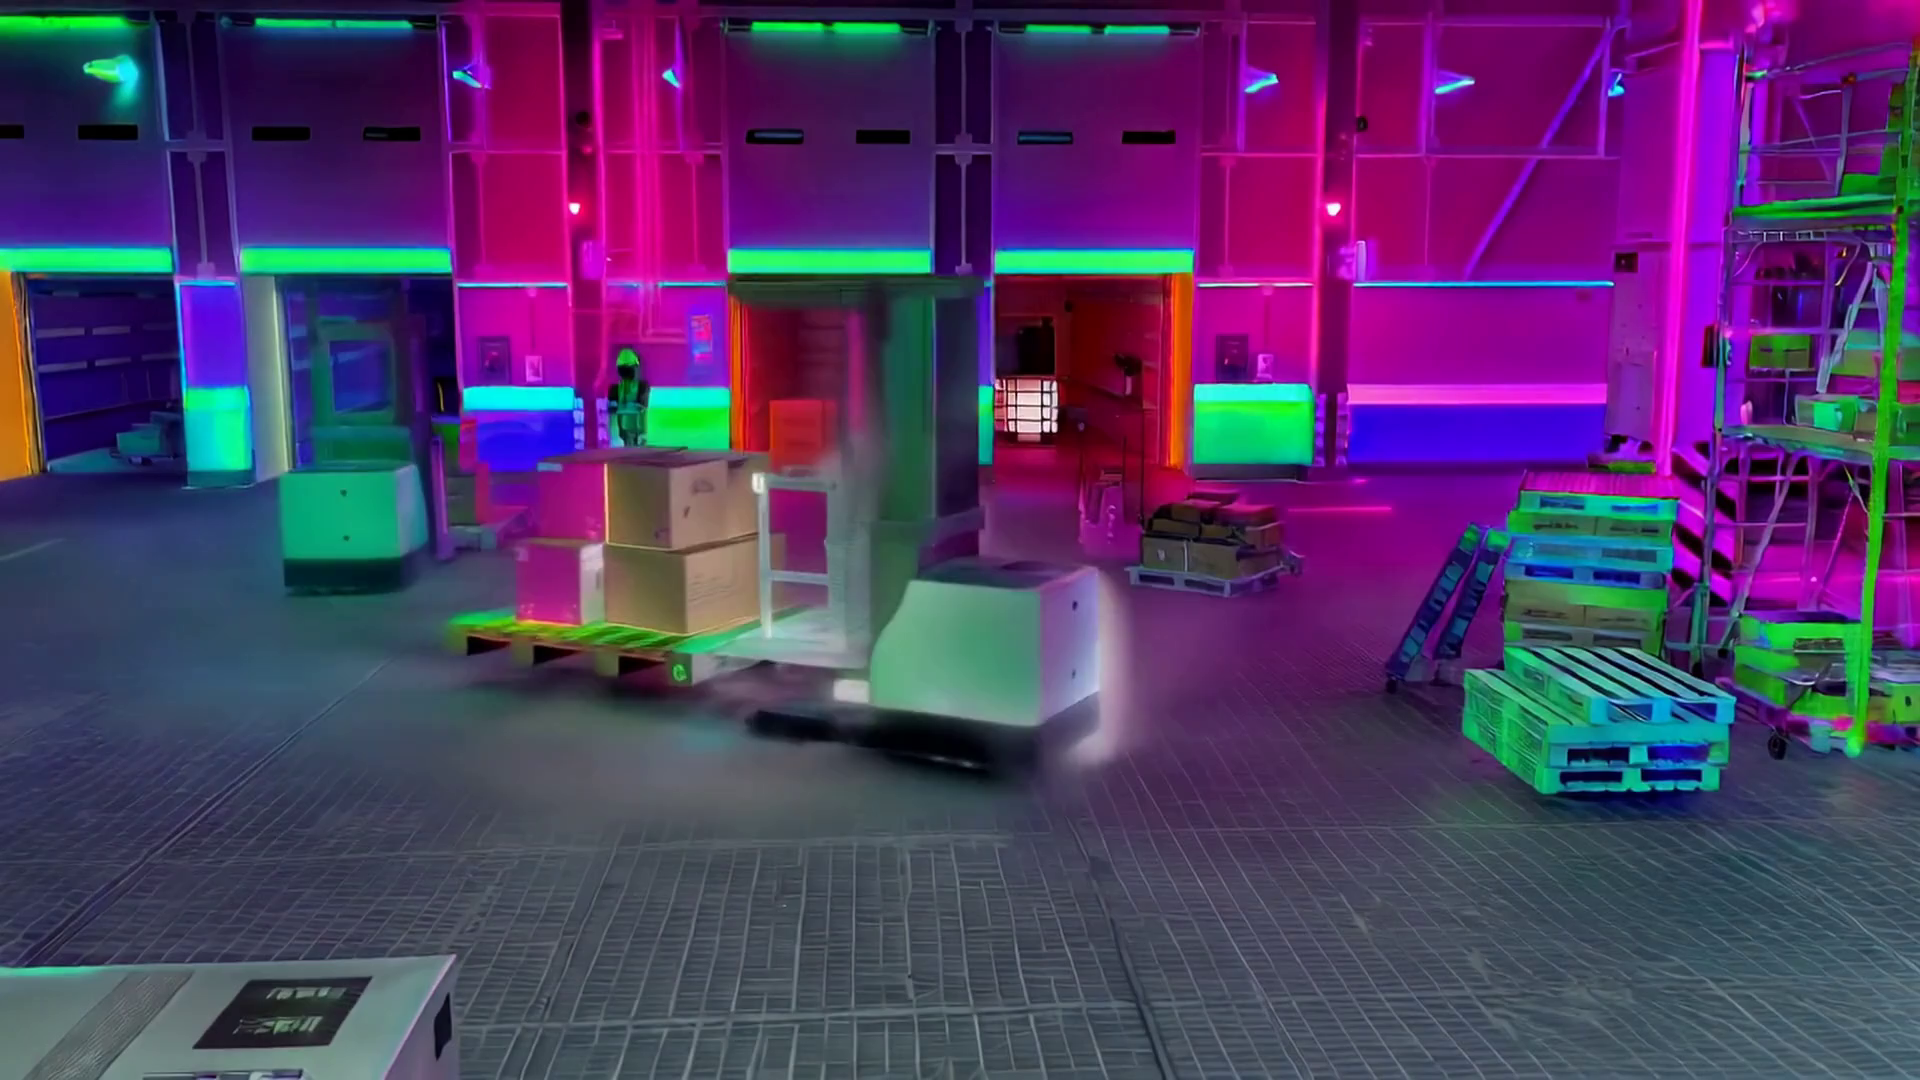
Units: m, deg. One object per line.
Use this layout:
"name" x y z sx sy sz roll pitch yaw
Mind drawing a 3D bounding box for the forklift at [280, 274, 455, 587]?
"forklift" -5.540 -1.067 15.447 1.129 2.768 1.873 -1 9 -4

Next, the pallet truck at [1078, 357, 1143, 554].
"pallet truck" 2.088 -0.836 16.757 1.885 1.965 0.823 2 9 13

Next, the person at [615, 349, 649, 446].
"person" -4.009 -1.366 20.312 0.389 1.930 0.544 -8 12 -41

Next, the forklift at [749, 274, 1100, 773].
"forklift" -0.186 -0.184 9.900 1.873 2.768 1.129 5 10 27
